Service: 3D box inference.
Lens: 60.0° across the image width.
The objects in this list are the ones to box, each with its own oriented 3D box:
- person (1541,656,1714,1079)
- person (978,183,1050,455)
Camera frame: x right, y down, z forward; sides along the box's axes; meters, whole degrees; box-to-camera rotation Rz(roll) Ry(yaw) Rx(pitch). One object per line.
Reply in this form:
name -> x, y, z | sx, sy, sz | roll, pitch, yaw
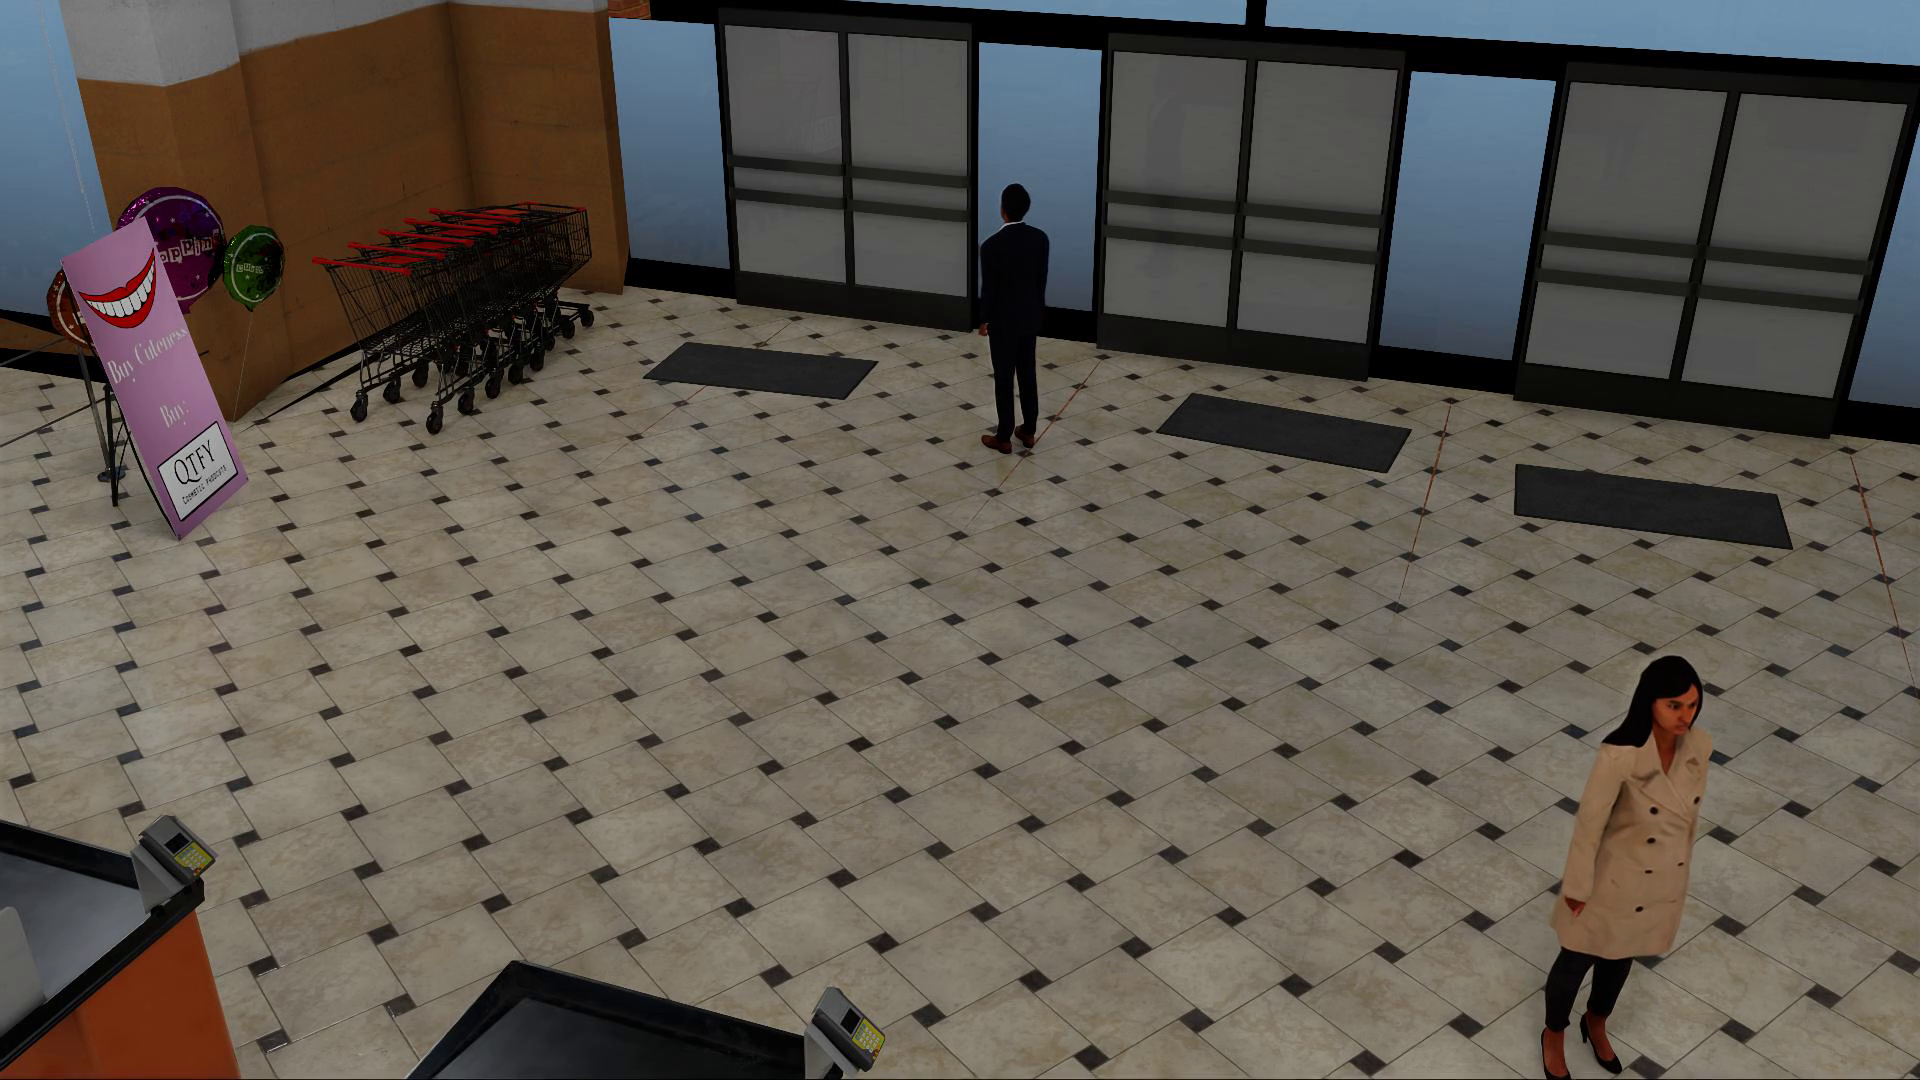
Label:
person -> 2.225, 1.123, 5.564 | 0.717, 1.681, 0.735 | -7, 28, -14
person -> 0.340, -1.381, 10.449 | 0.682, 1.728, 0.766 | -15, 31, -27
